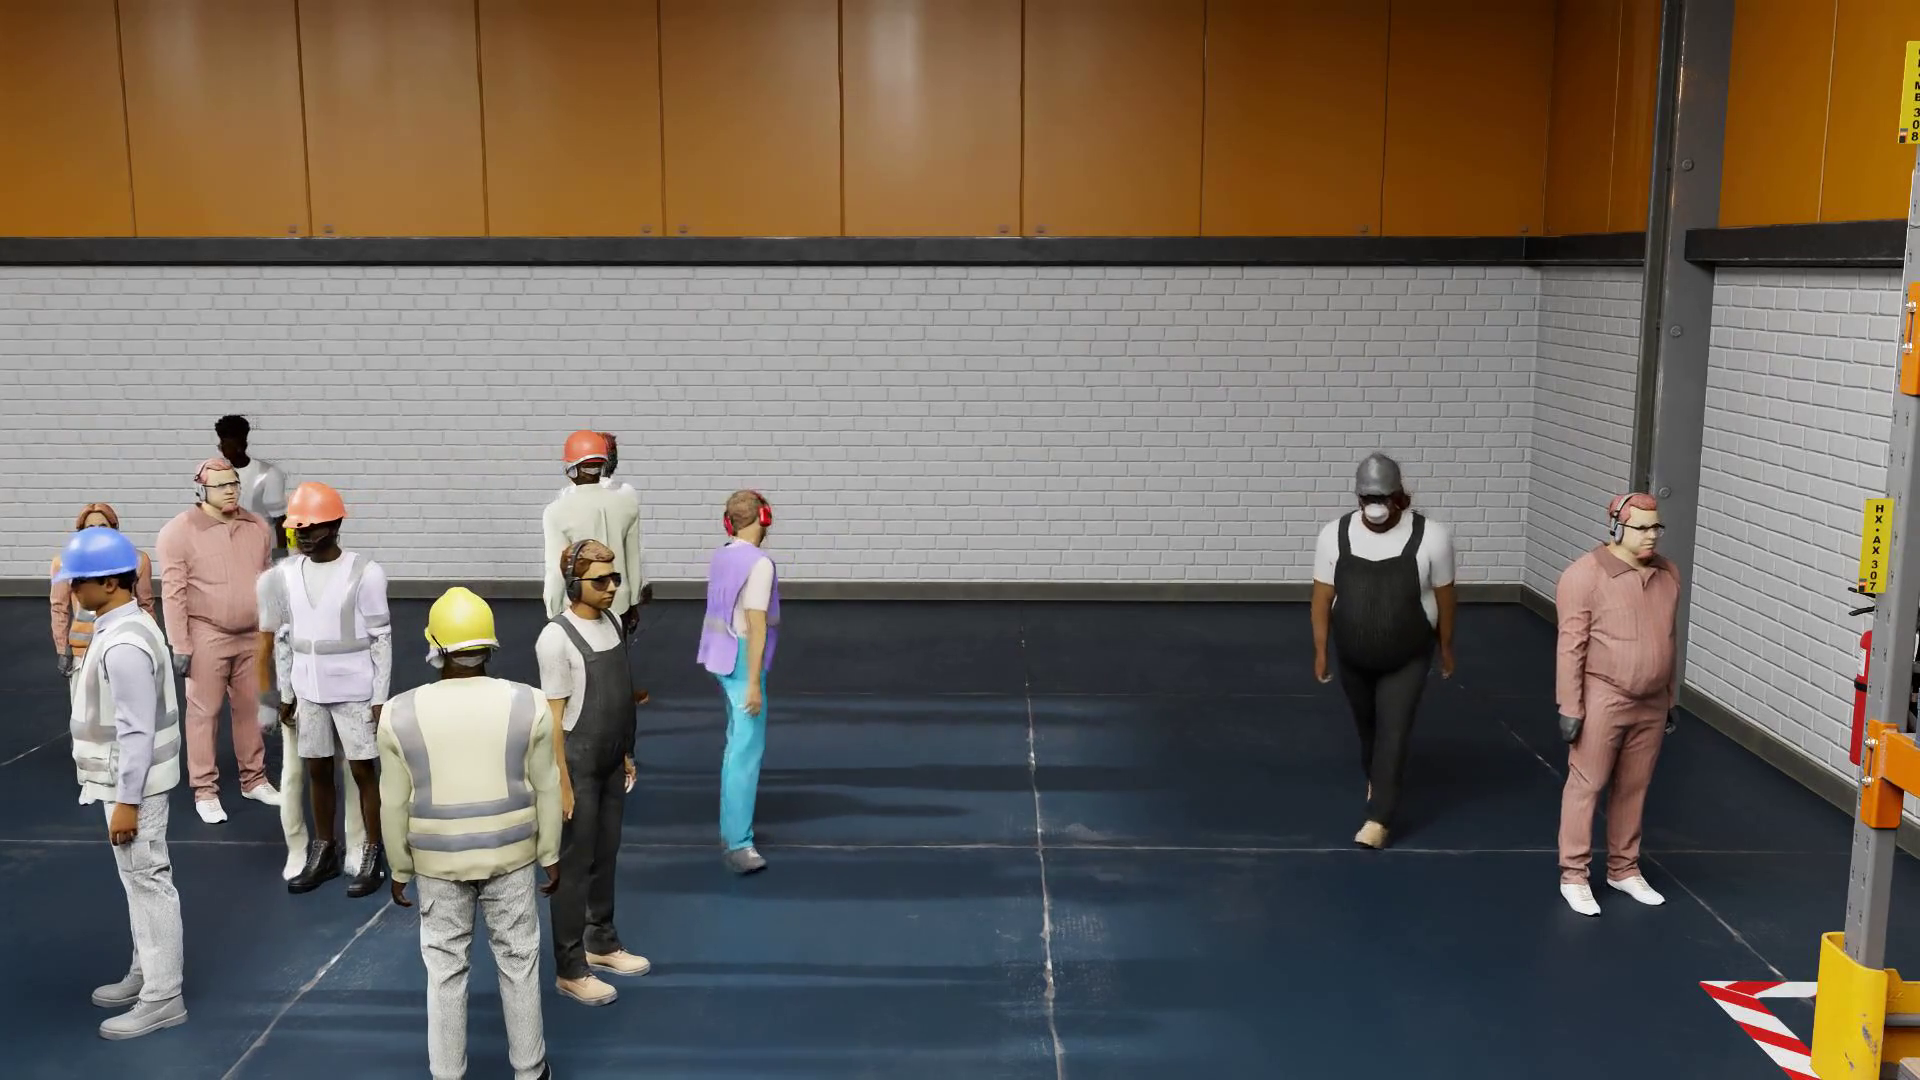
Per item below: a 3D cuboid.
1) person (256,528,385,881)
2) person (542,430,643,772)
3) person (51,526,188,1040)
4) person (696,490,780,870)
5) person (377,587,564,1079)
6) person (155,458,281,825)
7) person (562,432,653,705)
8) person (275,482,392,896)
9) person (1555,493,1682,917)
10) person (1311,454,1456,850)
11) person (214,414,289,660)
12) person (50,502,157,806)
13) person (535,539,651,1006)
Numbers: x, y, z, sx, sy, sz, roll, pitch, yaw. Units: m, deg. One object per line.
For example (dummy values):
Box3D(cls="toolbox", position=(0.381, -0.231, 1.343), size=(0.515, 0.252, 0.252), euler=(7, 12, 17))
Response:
Box3D(cls="person", position=(-3.004, 0.722, 7.800), size=(0.551, 1.832, 0.662), euler=(-8, 12, -40))
Box3D(cls="person", position=(-2.070, 0.377, 9.358), size=(0.622, 1.989, 0.382), euler=(-9, 13, -44))
Box3D(cls="person", position=(-3.171, 0.904, 6.337), size=(0.386, 1.948, 0.604), euler=(-5, 11, -29))
Box3D(cls="person", position=(-1.047, 0.675, 8.148), size=(0.408, 1.802, 0.749), euler=(-5, 11, -26))
Box3D(cls="person", position=(-1.660, 1.066, 5.699), size=(0.597, 1.836, 0.404), euler=(-3, 10, -16))
Box3D(cls="person", position=(-3.861, 0.515, 8.788), size=(0.407, 1.909, 0.639), euler=(6, 11, 33))
Box3D(cls="person", position=(-2.296, 0.240, 10.584), size=(0.575, 1.861, 0.860), euler=(6, 11, 34))
Box3D(cls="person", position=(-2.893, 0.690, 7.648), size=(0.551, 1.935, 0.375), euler=(2, 10, 11))
Box3D(cls="person", position=(2.985, 0.731, 7.496), size=(0.652, 1.905, 0.409), euler=(-3, 10, -20))
Box3D(cls="person", position=(2.172, 0.485, 8.568), size=(0.714, 2.000, 1.090), euler=(5, 11, 28))
Box3D(cls="person", position=(-4.978, 0.025, 11.829), size=(0.619, 1.890, 1.060), euler=(1, 10, 6))
Box3D(cls="person", position=(-4.639, 0.606, 9.045), size=(0.510, 1.640, 0.308), euler=(-6, 11, -32))
Box3D(cls="person", position=(-1.465, 0.905, 6.634), size=(0.331, 1.844, 0.521), euler=(3, 10, 18))
